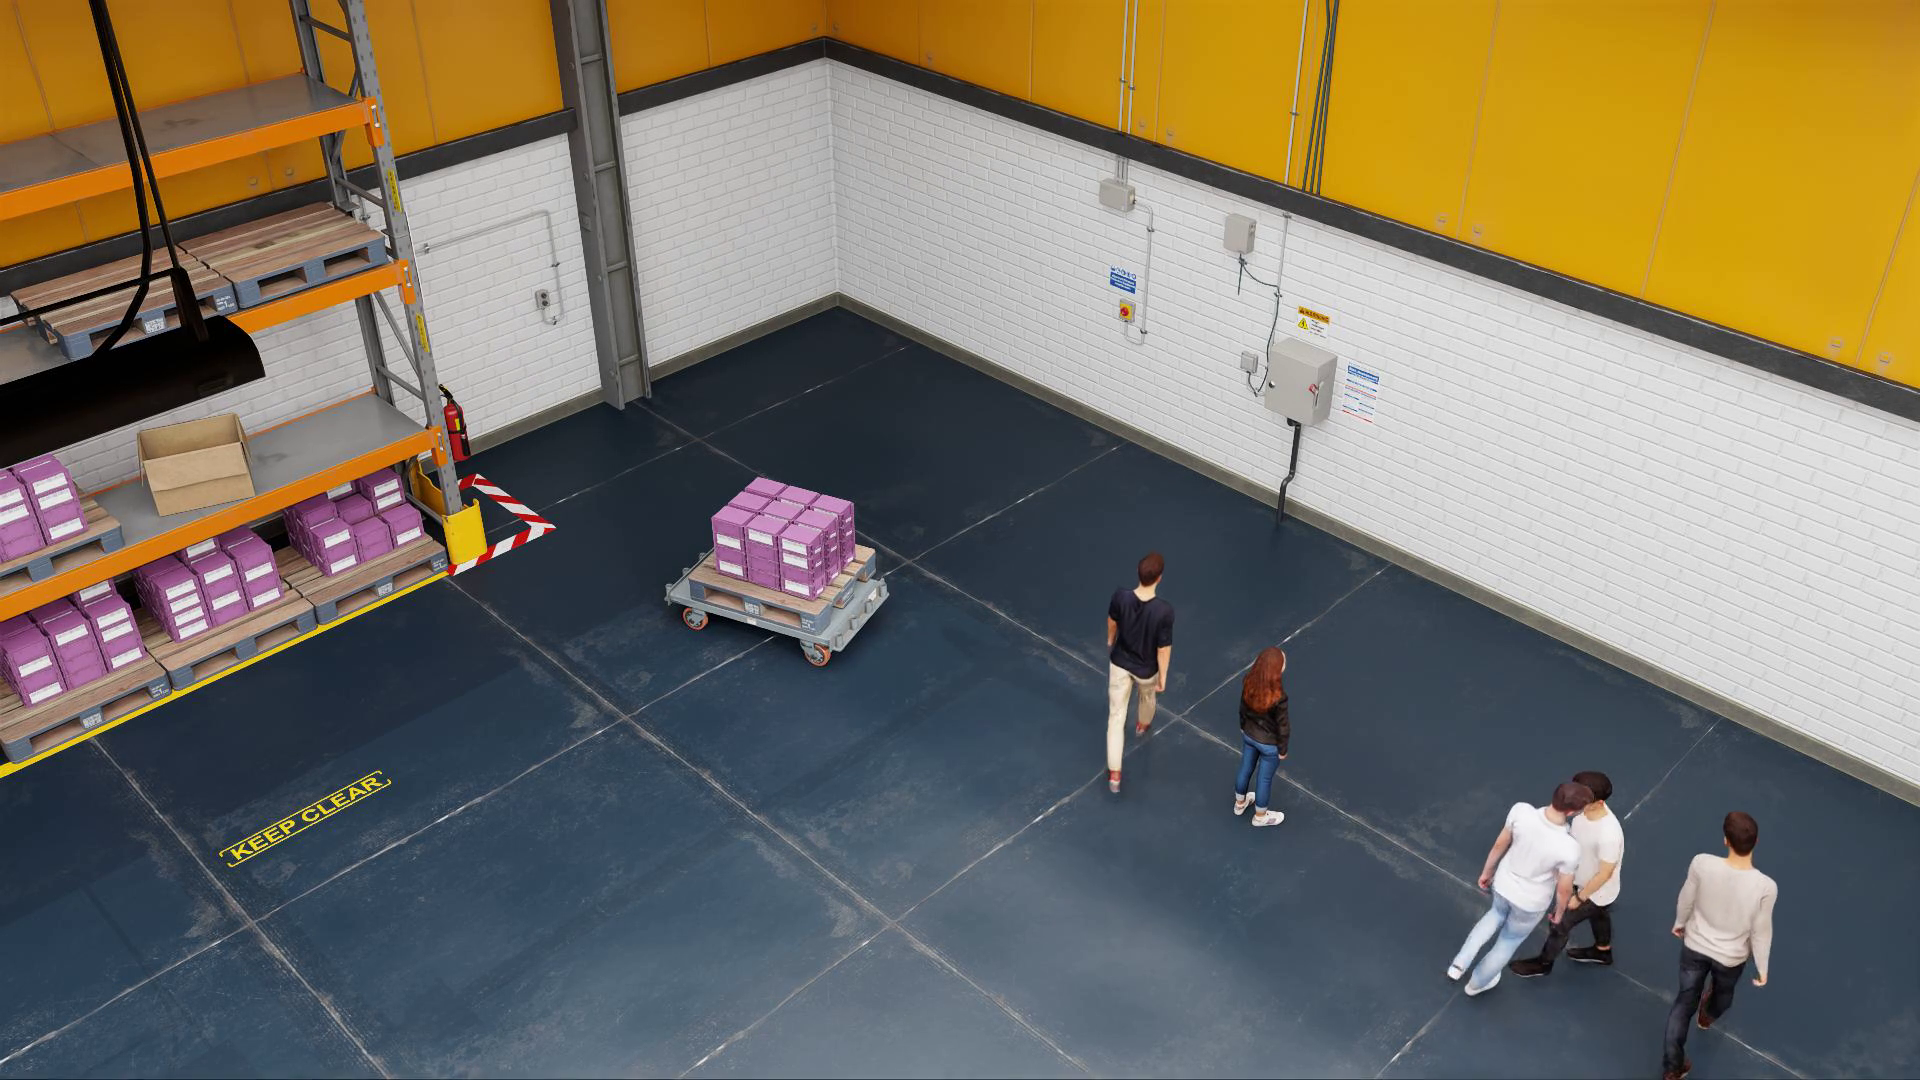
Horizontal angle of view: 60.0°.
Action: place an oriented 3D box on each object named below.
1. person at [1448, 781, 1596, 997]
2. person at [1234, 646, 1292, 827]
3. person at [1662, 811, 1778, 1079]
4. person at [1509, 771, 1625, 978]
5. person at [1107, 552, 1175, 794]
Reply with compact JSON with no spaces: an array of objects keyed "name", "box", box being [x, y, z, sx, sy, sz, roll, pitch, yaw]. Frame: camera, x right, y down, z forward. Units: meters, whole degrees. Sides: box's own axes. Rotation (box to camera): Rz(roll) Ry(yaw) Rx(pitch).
[{"name":"person","box":[3.304,2.162,9.932,0.755,1.815,0.704,29,43,36]},{"name":"person","box":[2.085,1.342,11.465,0.528,1.483,0.579,-25,41,-32]},{"name":"person","box":[4.299,2.411,9.566,0.888,1.805,1.197,22,39,29]},{"name":"person","box":[3.927,2.091,10.170,1.031,1.670,0.972,3,34,4]},{"name":"person","box":[1.214,0.965,11.747,1.060,1.799,1.285,8,34,11]}]
